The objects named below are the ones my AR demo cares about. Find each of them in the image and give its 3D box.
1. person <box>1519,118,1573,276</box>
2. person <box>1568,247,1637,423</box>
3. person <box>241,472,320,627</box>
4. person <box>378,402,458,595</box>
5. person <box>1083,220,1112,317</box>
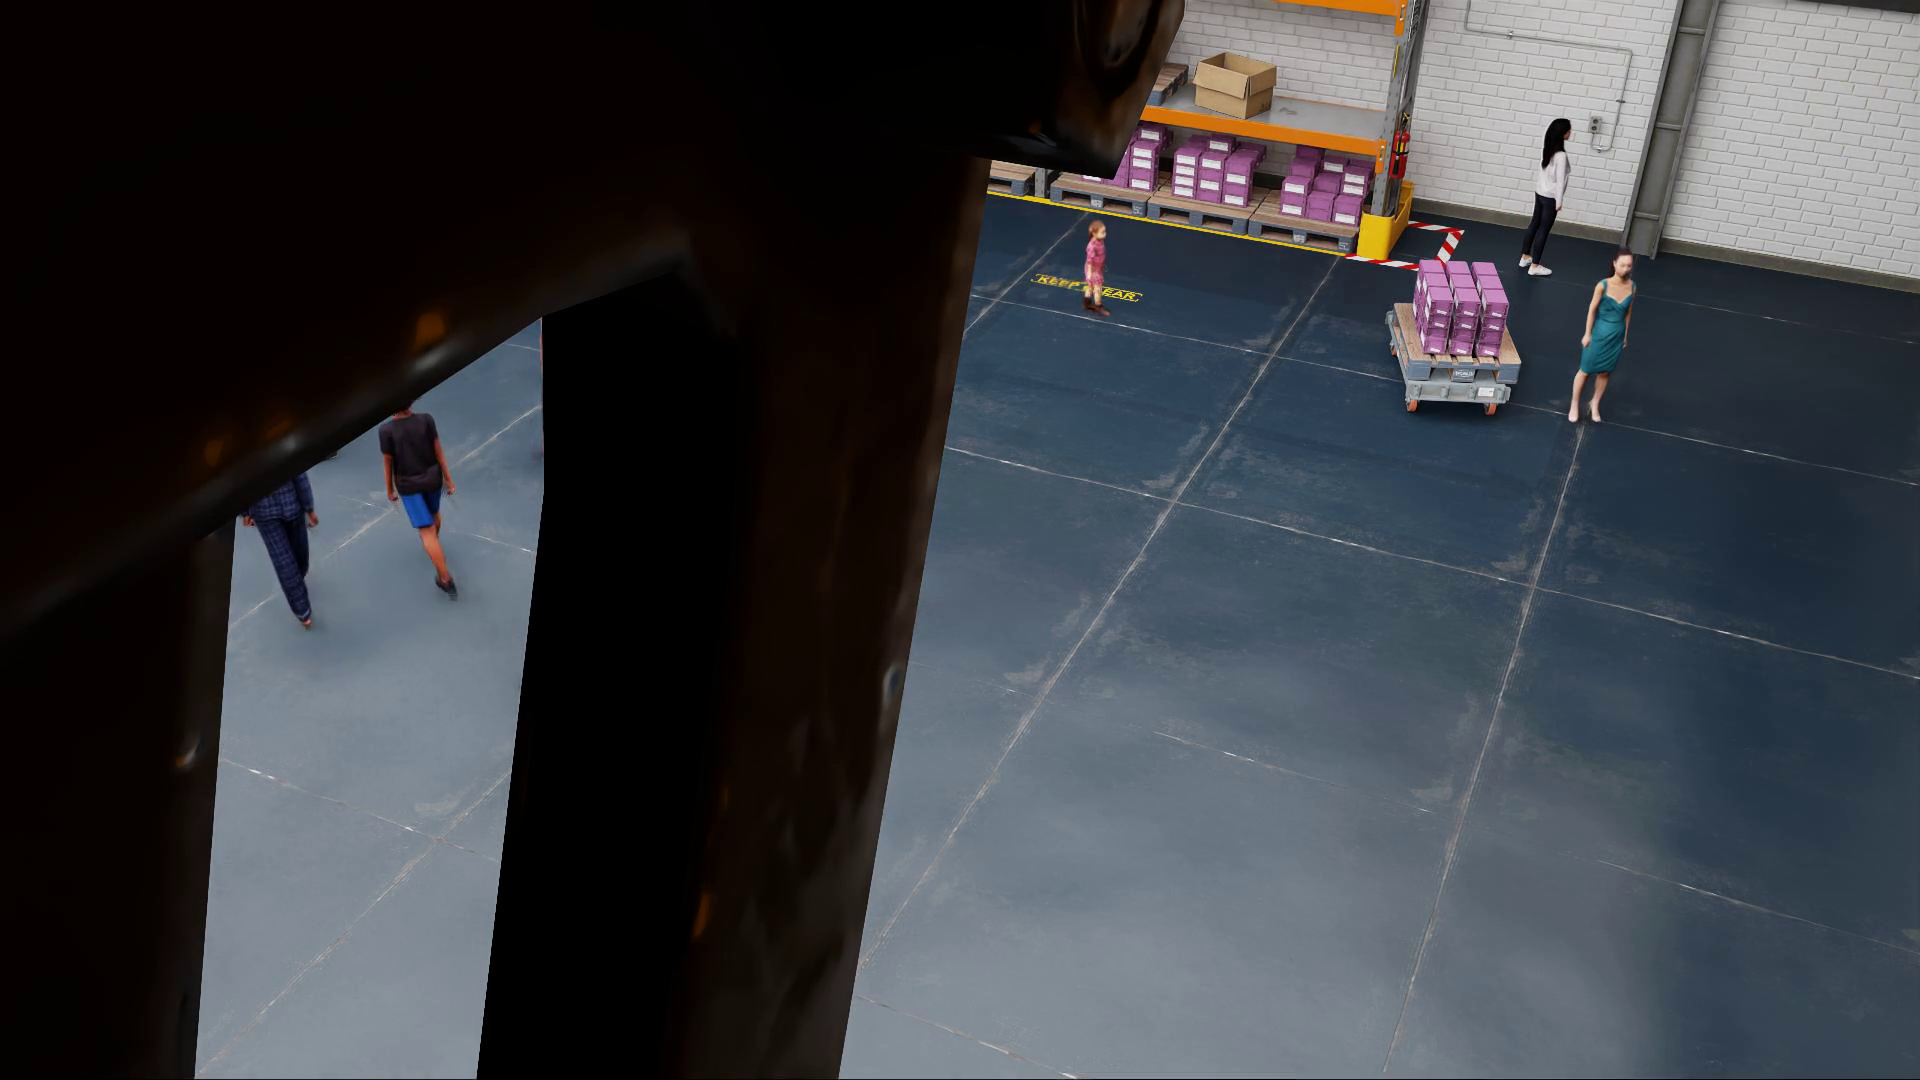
[{"bbox_3d":[6.282,-3.687,17.777,0.734,1.700,0.712,-5,34,-7],"label":"person"},{"bbox_3d":[5.819,-1.829,14.994,0.555,1.687,0.686,-1,34,-1],"label":"person"},{"bbox_3d":[-5.083,-0.161,12.402,1.123,1.780,1.223,-15,36,-21],"label":"person"},{"bbox_3d":[-4.123,-0.383,12.768,1.004,1.743,1.245,-22,39,-29],"label":"person"},{"bbox_3d":[1.346,-2.814,17.086,0.548,1.013,0.439,12,35,17],"label":"person"}]
